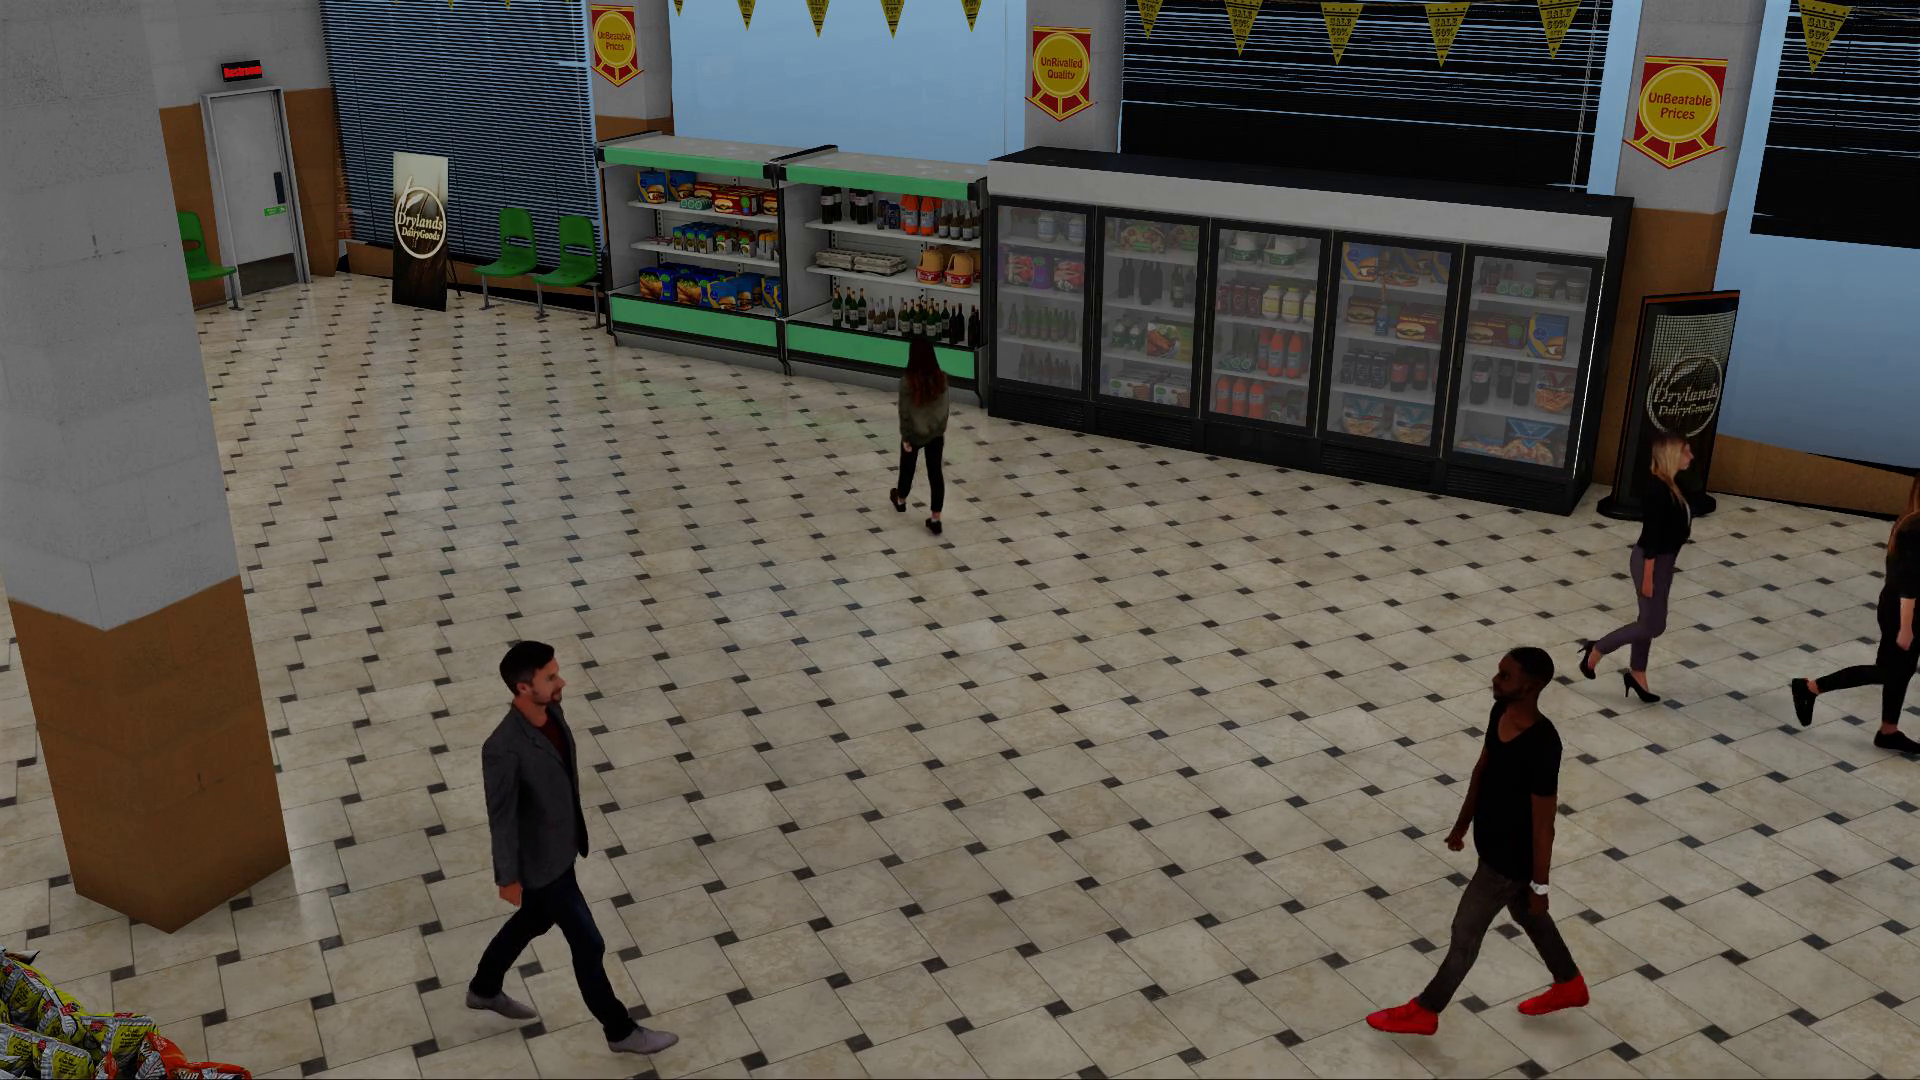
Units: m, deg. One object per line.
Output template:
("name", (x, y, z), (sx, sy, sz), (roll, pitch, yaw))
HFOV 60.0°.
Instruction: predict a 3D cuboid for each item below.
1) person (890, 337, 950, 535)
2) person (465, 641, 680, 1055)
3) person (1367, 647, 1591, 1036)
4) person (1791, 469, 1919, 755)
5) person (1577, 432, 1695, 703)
("person", (-0.235, -0.750, 12.238), (0.914, 1.446, 1.004), (-8, 23, -19))
("person", (-1.745, 1.261, 6.718), (1.300, 1.831, 1.028), (3, 22, 6))
("person", (2.326, 1.267, 6.793), (1.309, 1.762, 1.108), (-1, 22, -2))
("person", (5.064, 0.369, 9.116), (0.972, 1.697, 0.652), (14, 26, 31))
("person", (3.935, 0.166, 9.670), (0.706, 1.661, 0.593), (12, 25, 28))
